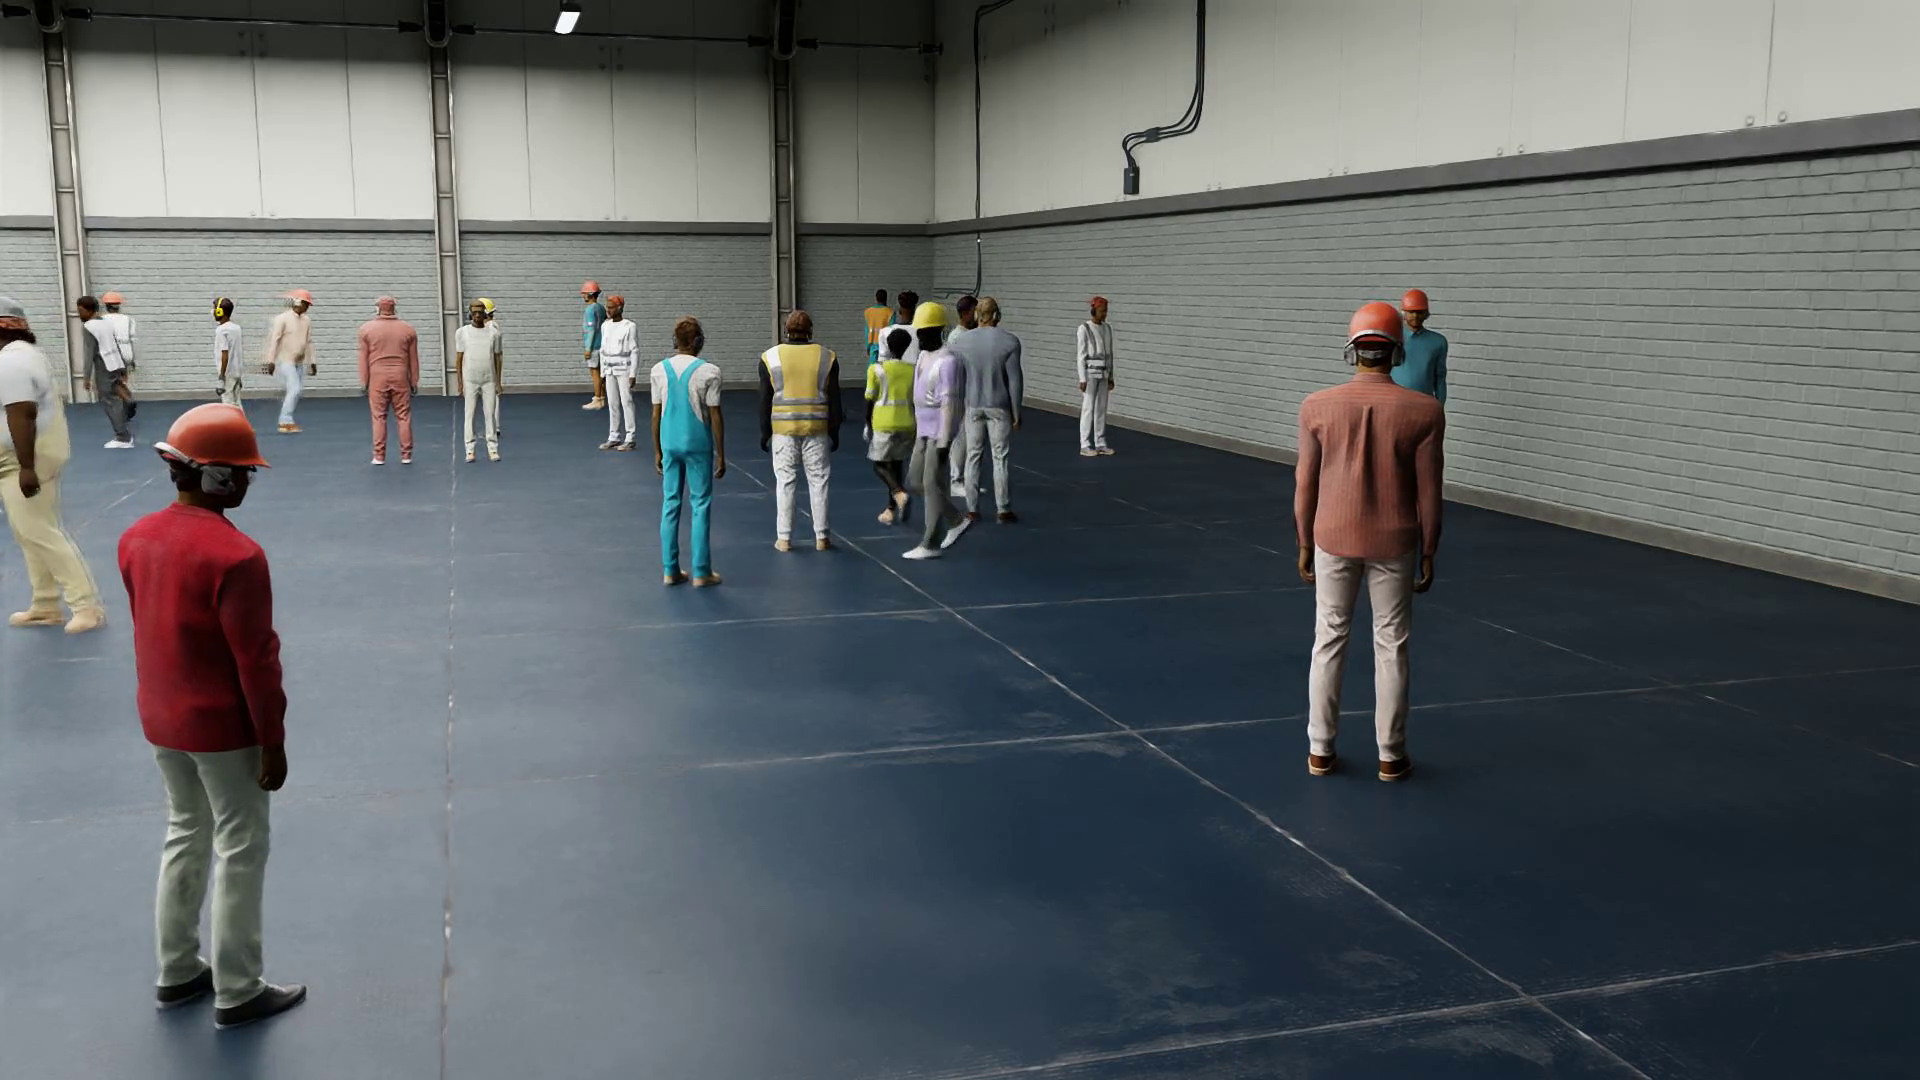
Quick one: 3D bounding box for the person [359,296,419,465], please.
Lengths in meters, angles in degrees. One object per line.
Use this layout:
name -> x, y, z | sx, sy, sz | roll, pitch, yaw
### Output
person -> -6.416, -1.790, 18.714 | 0.637, 1.897, 0.401 | -5, 10, -28

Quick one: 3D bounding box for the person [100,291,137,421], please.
person -> -12.182, -2.652, 24.148 | 0.661, 1.921, 0.552 | 6, 11, 34

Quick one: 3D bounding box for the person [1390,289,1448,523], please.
person -> 3.837, -1.132, 14.170 | 0.613, 1.995, 0.391 | 1, 9, 4

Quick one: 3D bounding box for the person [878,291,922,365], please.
person -> -0.550, -1.555, 16.977 | 0.643, 1.961, 0.364 | -1, 9, -7

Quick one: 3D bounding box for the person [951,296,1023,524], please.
person -> 0.237, -1.100, 14.167 | 0.627, 1.934, 0.370 | 3, 9, 16

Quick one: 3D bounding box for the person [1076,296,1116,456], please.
person -> 1.606, -1.922, 19.606 | 0.582, 1.879, 0.372 | -9, 12, -44

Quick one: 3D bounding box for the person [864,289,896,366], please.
person -> -1.376, -3.354, 28.643 | 0.584, 1.911, 0.391 | 3, 10, 21

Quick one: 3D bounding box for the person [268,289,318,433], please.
person -> -8.989, -2.399, 22.391 | 0.637, 1.945, 0.635 | 2, 9, 15

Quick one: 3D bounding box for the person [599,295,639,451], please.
person -> -4.155, -2.023, 20.209 | 0.584, 1.882, 0.345 | 6, 11, 33

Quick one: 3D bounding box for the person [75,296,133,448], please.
person -> -10.496, -2.053, 20.420 | 0.515, 1.875, 0.613 | -1, 9, -5

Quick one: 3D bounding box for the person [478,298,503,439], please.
person -> -6.193, -2.246, 21.794 | 0.404, 1.832, 0.600 | -2, 9, -15

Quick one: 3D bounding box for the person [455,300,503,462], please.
person -> -5.470, -1.806, 18.950 | 0.508, 1.846, 0.345 | -4, 10, -23

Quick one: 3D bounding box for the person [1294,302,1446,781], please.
person -> 1.696, 0.012, 6.921 | 0.602, 1.985, 0.404 | 3, 9, 20

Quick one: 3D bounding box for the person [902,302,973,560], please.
person -> -0.181, -0.803, 12.311 | 0.514, 1.912, 0.616 | -3, 10, -21

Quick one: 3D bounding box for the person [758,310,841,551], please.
person -> -1.226, -0.830, 12.737 | 0.635, 1.842, 0.429 | -2, 9, -10

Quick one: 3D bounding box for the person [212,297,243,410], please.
person -> -8.514, -1.879, 19.342 | 0.314, 1.869, 0.536 | 0, 9, 0

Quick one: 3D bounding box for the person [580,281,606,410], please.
person -> -5.869, -3.101, 26.585 | 0.375, 2.044, 0.607 | 0, 9, 3

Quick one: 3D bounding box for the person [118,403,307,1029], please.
person -> -2.071, 0.489, 4.657 | 0.574, 1.737, 0.354 | 5, 10, 30

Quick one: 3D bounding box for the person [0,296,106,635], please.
person -> -5.487, -0.482, 9.879 | 0.720, 2.000, 0.756 | -3, 10, -21

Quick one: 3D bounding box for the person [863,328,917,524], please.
person -> -0.519, -0.935, 13.926 | 0.550, 1.674, 0.591 | -5, 10, -27

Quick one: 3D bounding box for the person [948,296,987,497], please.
person -> 0.046, -1.374, 15.964 | 0.385, 1.918, 0.596 | 2, 9, 14

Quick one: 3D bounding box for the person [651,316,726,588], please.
person -> -1.824, -0.586, 11.213 | 0.512, 1.835, 0.359 | 2, 9, 14
